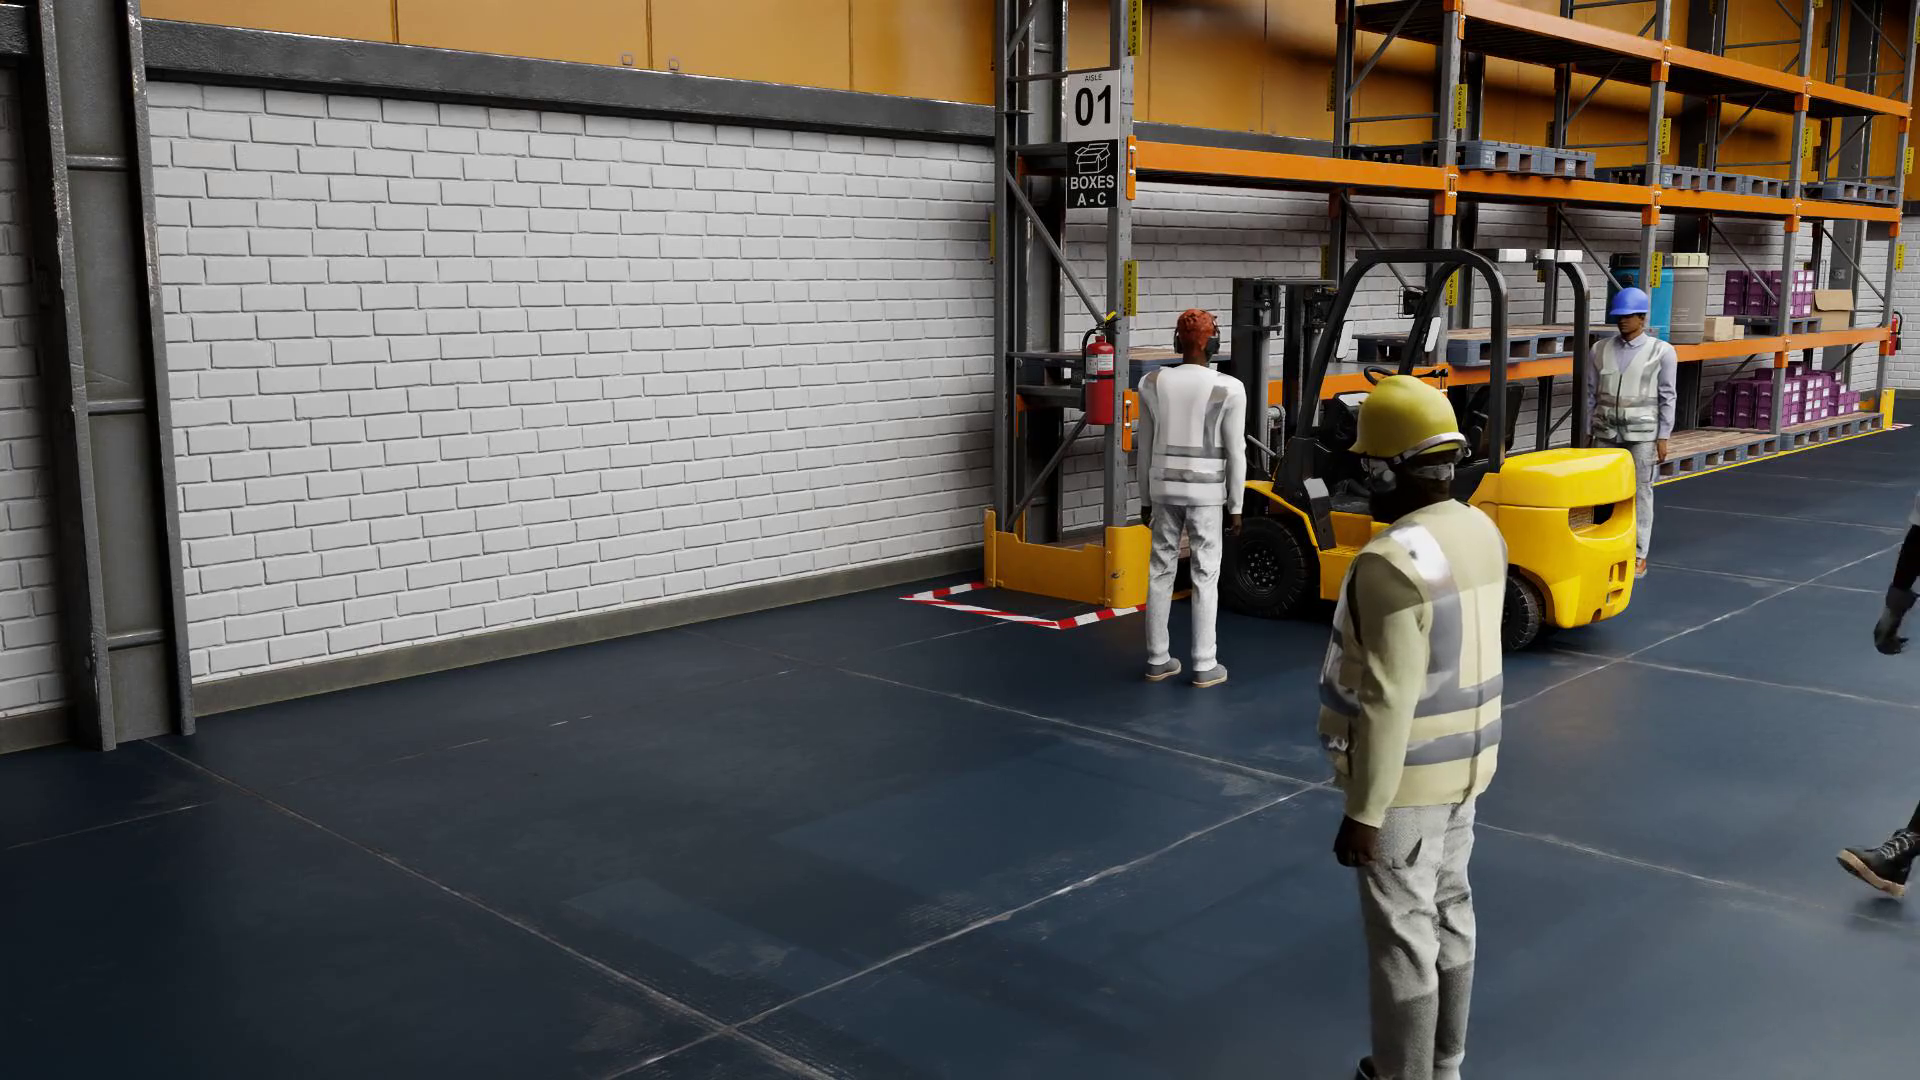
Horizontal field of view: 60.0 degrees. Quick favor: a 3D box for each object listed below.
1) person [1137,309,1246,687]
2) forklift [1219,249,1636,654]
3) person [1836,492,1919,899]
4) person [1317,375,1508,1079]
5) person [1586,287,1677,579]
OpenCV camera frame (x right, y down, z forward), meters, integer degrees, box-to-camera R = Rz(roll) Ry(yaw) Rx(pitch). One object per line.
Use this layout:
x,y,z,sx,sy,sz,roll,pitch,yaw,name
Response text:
1.143,-0.204,8.282,0.568,1.878,0.351,5,10,27,person
2.710,-0.584,9.626,2.313,2.155,1.214,9,13,43,forklift
3.319,0.241,5.446,1.035,1.892,0.650,-2,10,-14,person
1.037,0.534,3.888,0.404,1.829,0.591,7,12,38,person
4.476,-0.716,11.185,0.606,1.947,0.406,9,13,44,person
